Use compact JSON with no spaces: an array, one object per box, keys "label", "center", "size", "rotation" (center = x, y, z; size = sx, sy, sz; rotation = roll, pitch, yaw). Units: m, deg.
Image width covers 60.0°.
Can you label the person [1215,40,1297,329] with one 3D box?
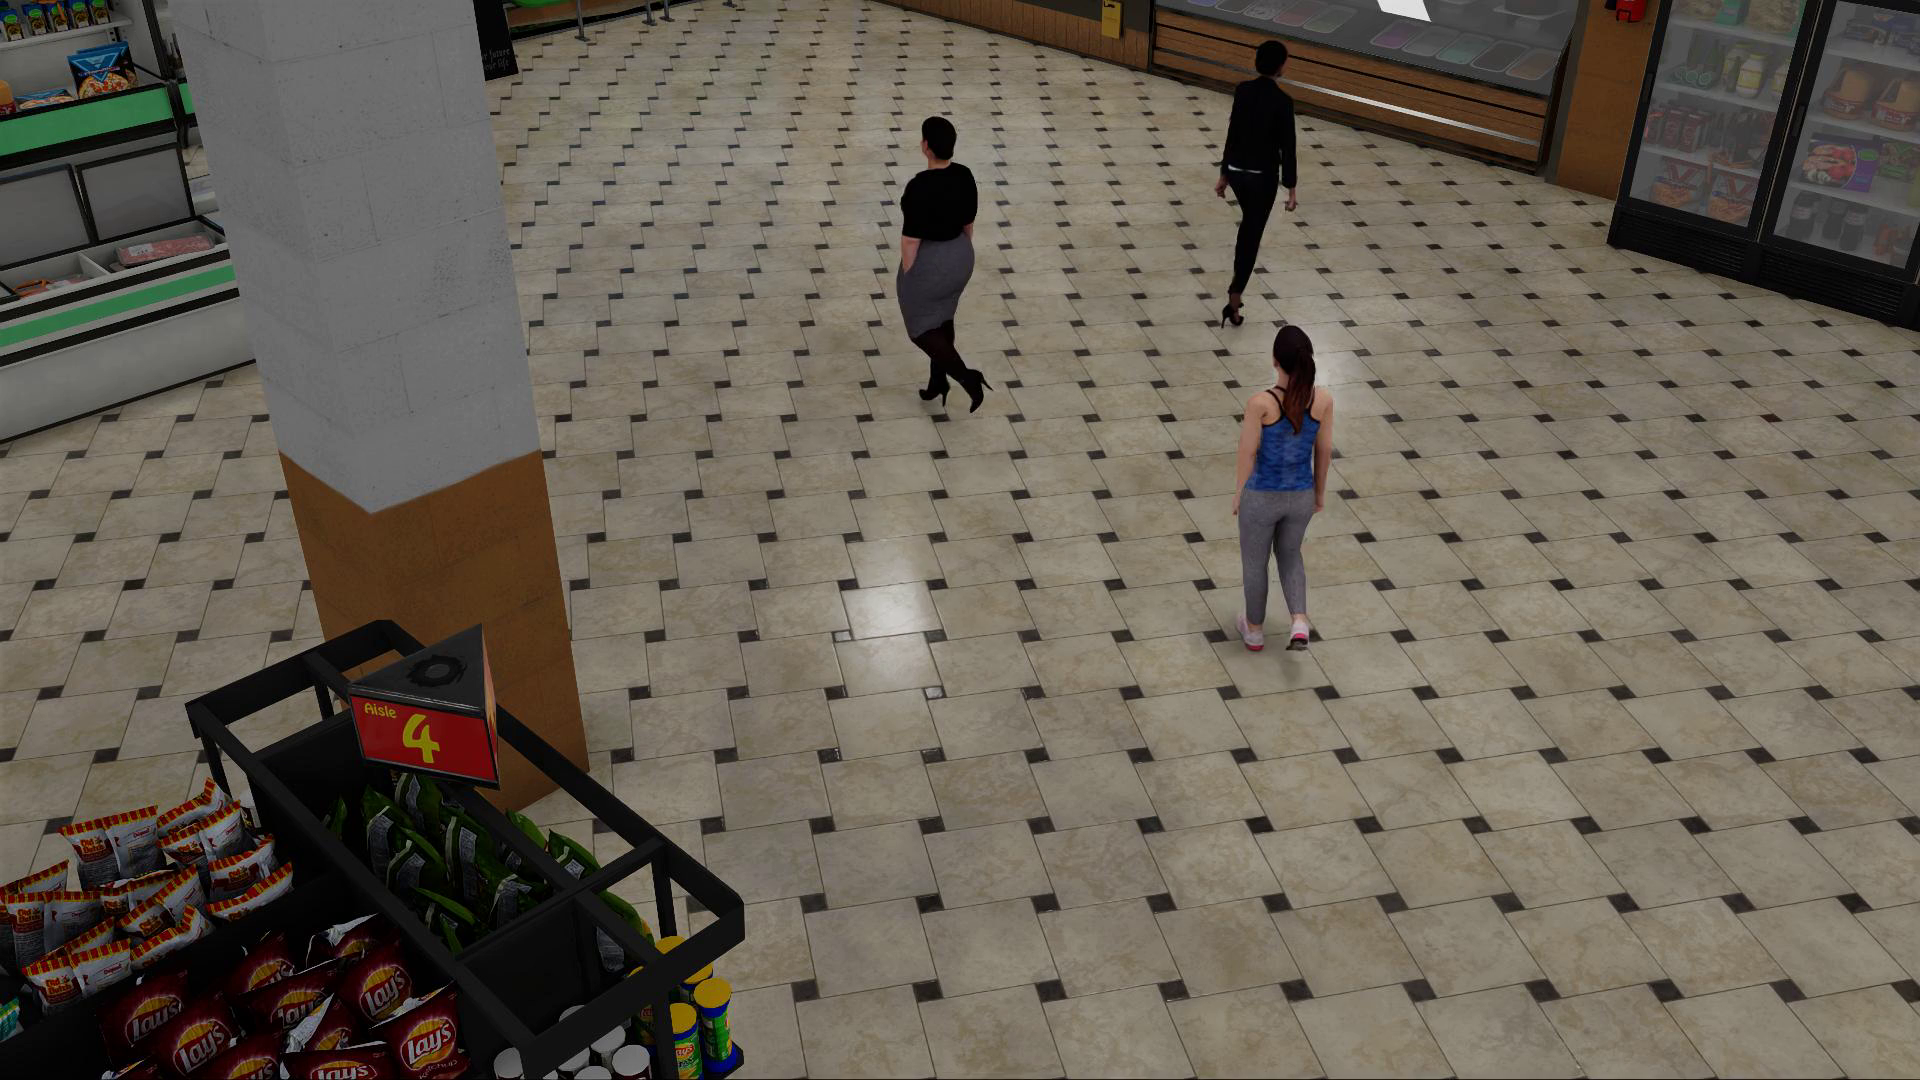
[{"label":"person","center":[1.766,-2.165,10.342],"size":[0.639,1.823,0.640],"rotation":[-27,41,-36]}]

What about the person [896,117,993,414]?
[{"label":"person","center":[-0.073,-1.465,9.294],"size":[0.812,1.742,0.718],"rotation":[-27,41,-36]}]

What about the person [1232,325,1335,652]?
[{"label":"person","center":[1.425,-0.157,7.326],"size":[0.814,1.601,0.837],"rotation":[-6,32,-10]}]
